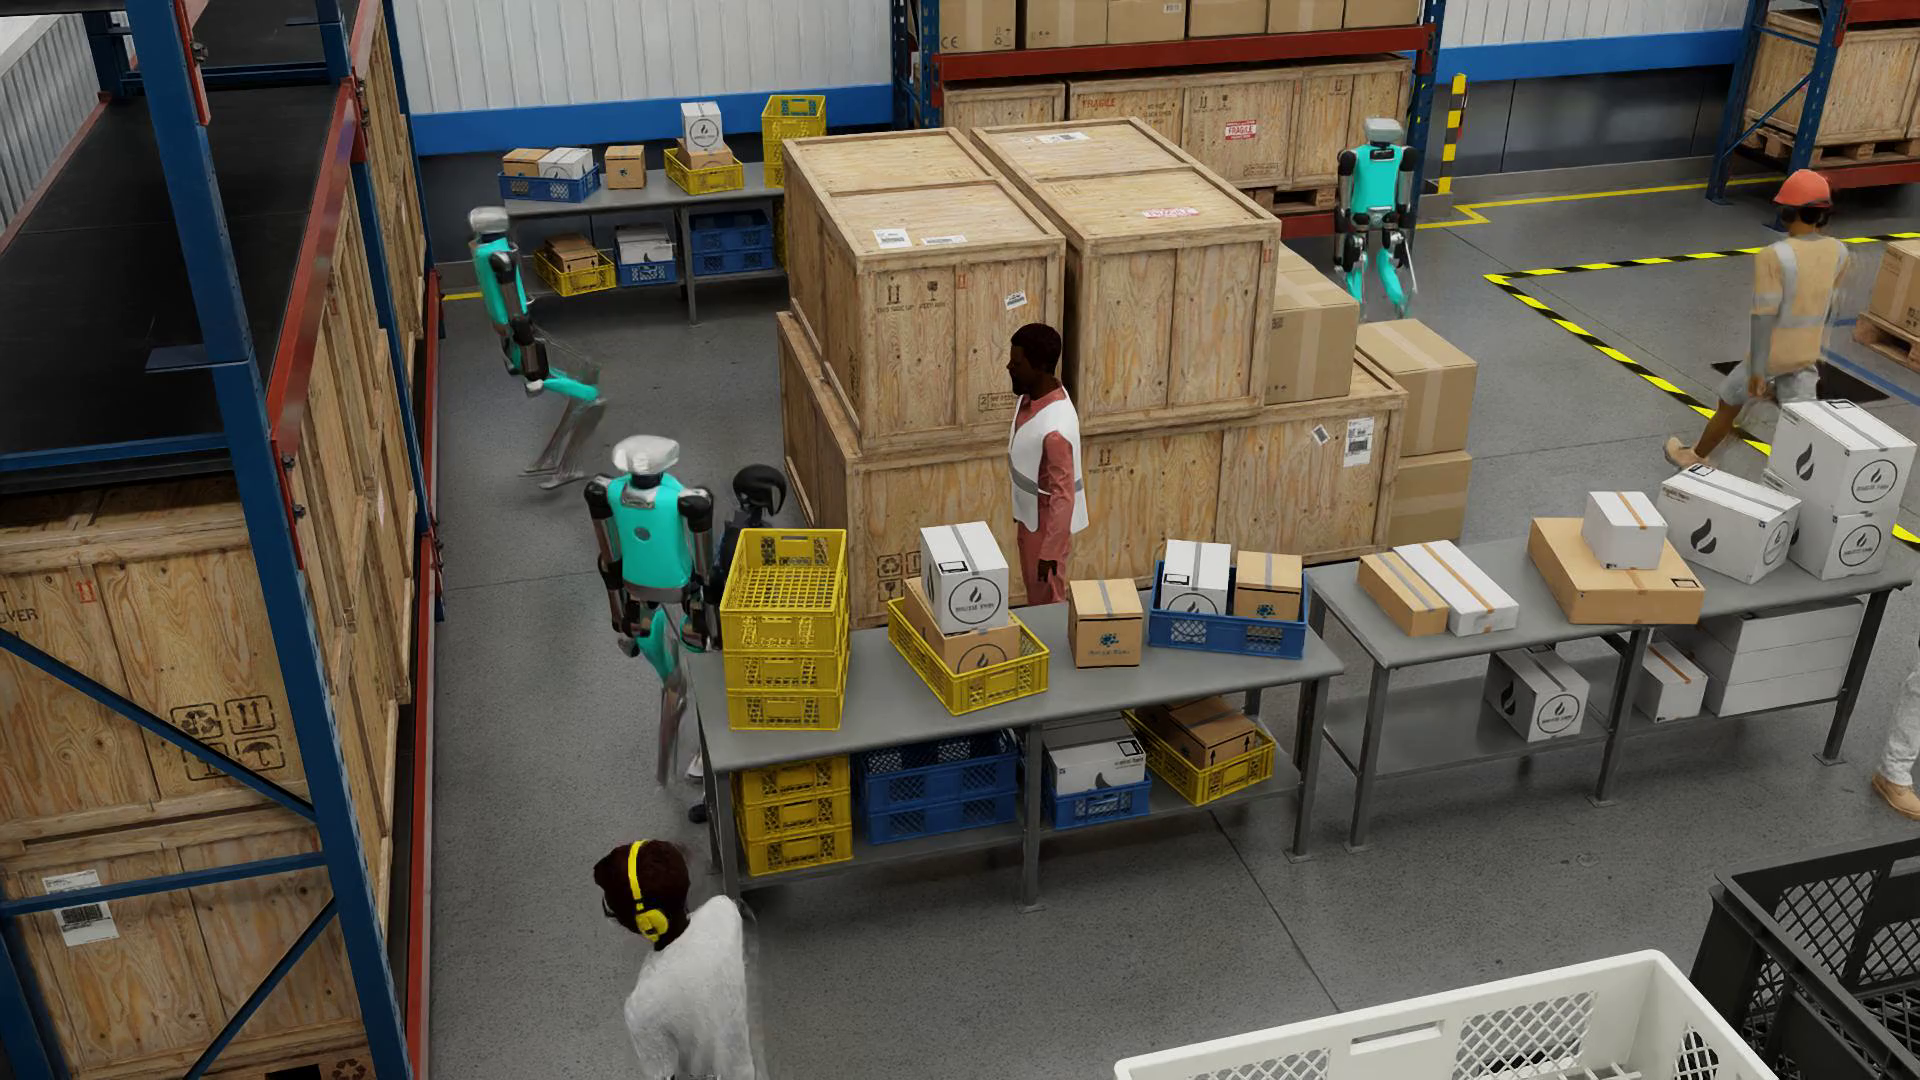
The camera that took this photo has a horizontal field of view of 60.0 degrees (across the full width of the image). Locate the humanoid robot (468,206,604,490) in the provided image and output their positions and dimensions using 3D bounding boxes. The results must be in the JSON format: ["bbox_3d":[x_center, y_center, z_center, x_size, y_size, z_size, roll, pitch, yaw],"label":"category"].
[{"bbox_3d":[-2.334,-1.104,9.492,0.753,1.691,0.530,-16,32,-26],"label":"humanoid robot"}]

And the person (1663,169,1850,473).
[{"bbox_3d":[4.579,-1.063,9.286,0.626,1.961,1.158,-8,30,-14],"label":"person"}]

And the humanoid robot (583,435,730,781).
[{"bbox_3d":[-1.164,0.301,7.097,0.530,1.818,0.763,7,30,13],"label":"humanoid robot"}]

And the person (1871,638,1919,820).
[{"bbox_3d":[4.257,0.335,6.888,0.626,1.837,0.430,-5,29,-9],"label":"person"}]

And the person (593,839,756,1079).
[{"bbox_3d":[-0.744,1.569,4.668,0.950,1.812,0.506,16,33,27],"label":"person"}]

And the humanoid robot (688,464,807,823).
[{"bbox_3d":[-0.878,0.432,6.894,0.640,1.625,0.589,-11,31,-20],"label":"humanoid robot"}]

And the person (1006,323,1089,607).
[{"bbox_3d":[0.384,-0.083,7.558,0.374,1.917,0.592,-4,29,-7],"label":"person"}]

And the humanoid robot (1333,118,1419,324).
[{"bbox_3d":[2.747,-1.765,10.862,0.536,1.839,0.753,-5,29,-8],"label":"humanoid robot"}]
